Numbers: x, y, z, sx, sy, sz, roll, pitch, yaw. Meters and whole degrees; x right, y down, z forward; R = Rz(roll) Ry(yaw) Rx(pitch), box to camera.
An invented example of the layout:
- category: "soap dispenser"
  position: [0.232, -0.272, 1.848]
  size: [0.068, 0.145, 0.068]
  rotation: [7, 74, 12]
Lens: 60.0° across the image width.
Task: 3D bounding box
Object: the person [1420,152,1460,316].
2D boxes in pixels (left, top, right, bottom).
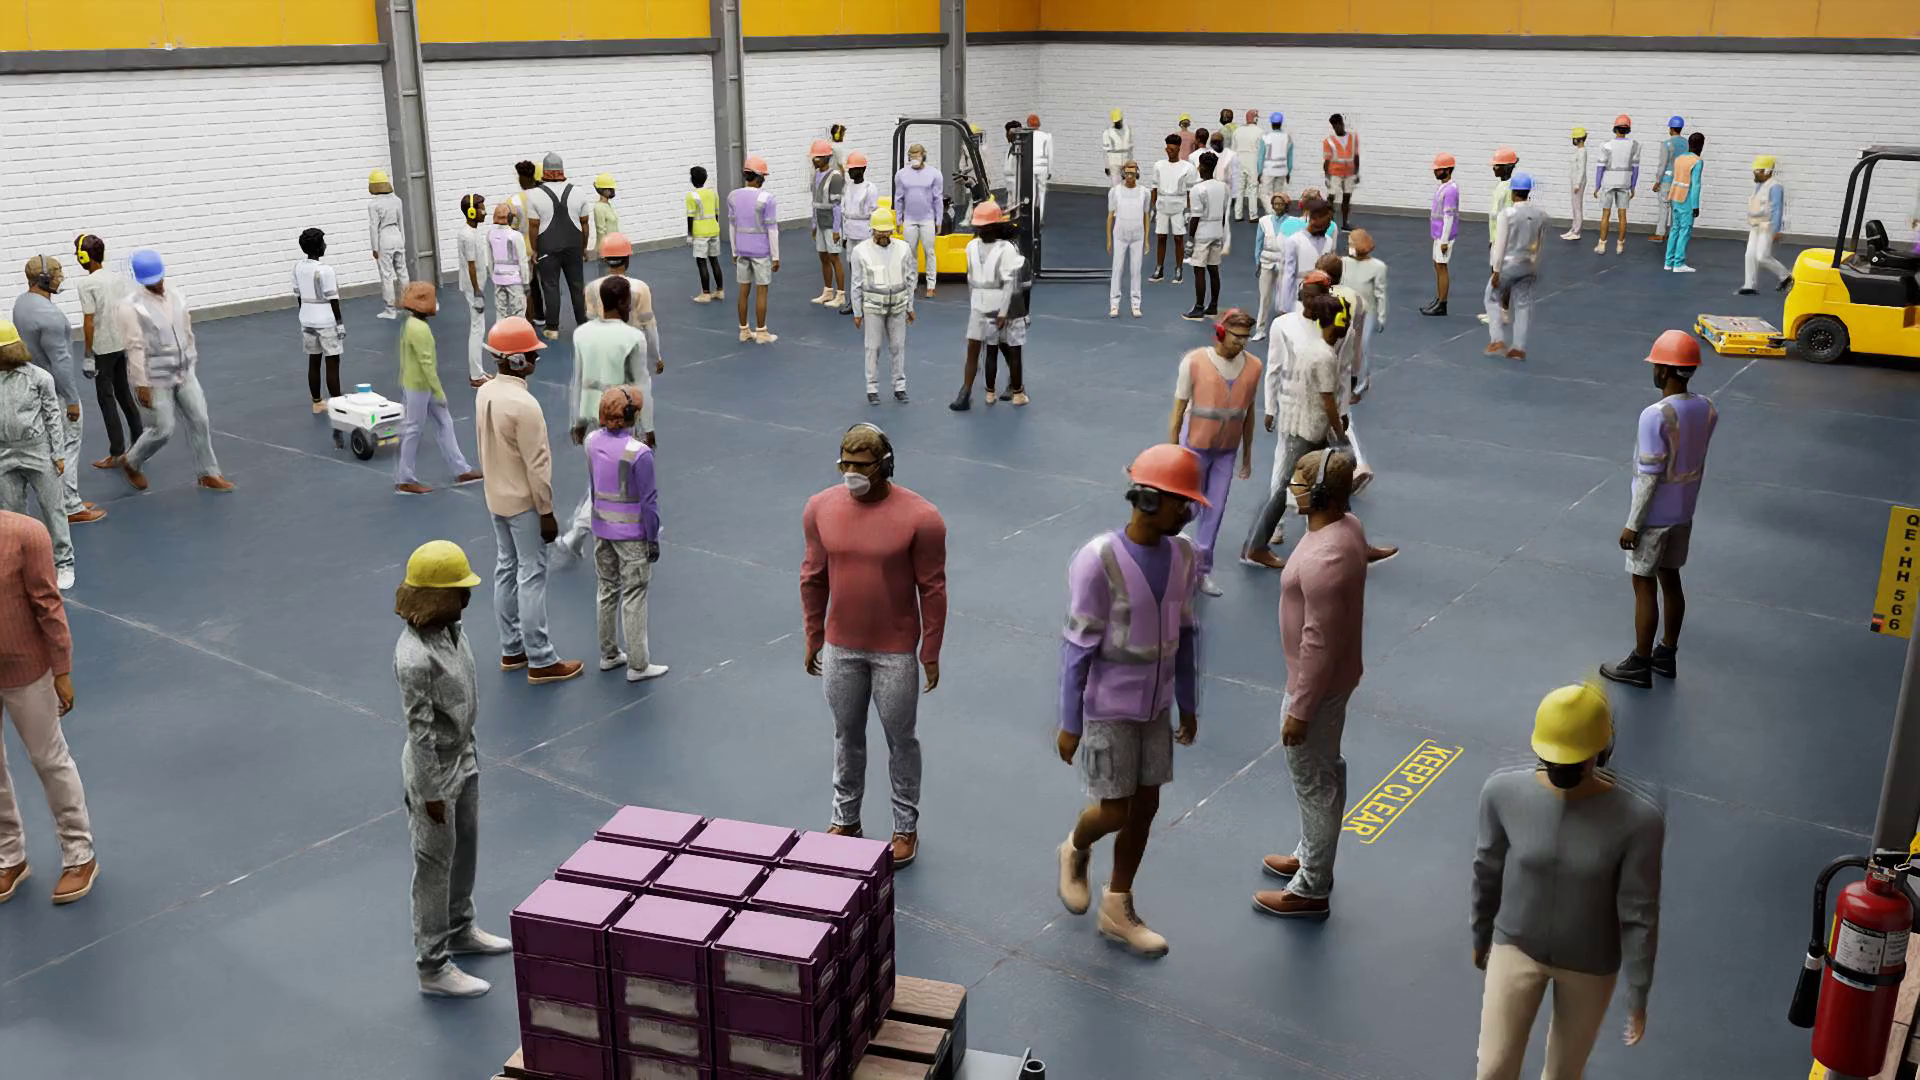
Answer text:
- category: "person"
  position: [5.729, -3.645, 19.844]
  size: [0.388, 1.929, 0.544]
  rotation: [2, 18, 6]

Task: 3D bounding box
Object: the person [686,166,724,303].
- category: "person"
  position: [-3.191, -3.812, 20.768]
  size: [0.333, 1.684, 0.545]
  rotation: [11, 21, 31]

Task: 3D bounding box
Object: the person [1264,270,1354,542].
- category: "person"
  position: [2.362, -0.898, 11.321]
  size: [0.585, 1.881, 0.337]
  rotation: [0, 18, 2]

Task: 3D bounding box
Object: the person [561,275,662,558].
- category: "person"
  position: [-2.357, -0.804, 11.060]
  size: [0.604, 1.878, 0.916]
  rotation: [12, 22, 34]

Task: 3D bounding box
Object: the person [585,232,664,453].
- category: "person"
  position: [-2.648, -1.449, 13.048]
  size: [0.543, 1.895, 1.010]
  rotation: [6, 19, 18]

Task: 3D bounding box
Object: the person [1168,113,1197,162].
- category: "person"
  position: [3.980, -6.729, 29.768]
  size: [0.532, 1.758, 0.344]
  rotation: [-3, 18, -9]

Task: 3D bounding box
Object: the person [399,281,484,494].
- category: "person"
  position: [-3.927, -1.138, 12.510]
  size: [0.758, 1.606, 0.542]
  rotation: [-5, 18, -14]

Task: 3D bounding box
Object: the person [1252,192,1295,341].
- category: "person"
  position: [3.481, -2.984, 18.236]
  size: [0.515, 1.641, 0.314]
  rotation: [8, 20, 24]

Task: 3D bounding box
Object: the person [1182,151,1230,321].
- category: "person"
  position: [2.878, -3.559, 19.509]
  size: [0.606, 1.966, 0.367]
  rotation: [-15, 23, -39]

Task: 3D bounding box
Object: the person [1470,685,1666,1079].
- category: "person"
  position: [1.723, 1.249, 4.826]
  size: [0.526, 1.742, 0.648]
  rotation: [8, 19, 23]

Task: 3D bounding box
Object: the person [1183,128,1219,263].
- category: "person"
  position: [3.463, -4.937, 23.896]
  size: [0.587, 1.920, 0.392]
  rotation: [-16, 24, -41]

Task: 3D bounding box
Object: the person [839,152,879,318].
- category: "person"
  position: [-1.208, -3.620, 19.747]
  size: [0.545, 1.938, 0.360]
  rotation: [16, 23, 40]

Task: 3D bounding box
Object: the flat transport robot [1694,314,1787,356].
- category: "flat transport robot"
  position: [8.511, -2.253, 18.164]
  size: [0.652, 0.197, 1.431]
  rotation: [4, 18, 12]

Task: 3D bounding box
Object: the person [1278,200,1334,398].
- category: "person"
  position: [3.222, -2.165, 15.302]
  size: [0.631, 1.882, 0.554]
  rotation: [-15, 23, -39]

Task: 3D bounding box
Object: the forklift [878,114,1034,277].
- category: "forklift"
  position: [-0.171, -4.594, 22.377]
  size: [2.313, 2.155, 1.214]
  rotation: [1, 18, 3]

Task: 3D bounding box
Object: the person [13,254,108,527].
- category: "person"
  position: [-6.374, -1.045, 11.714]
  size: [0.636, 1.929, 0.373]
  rotation: [16, 24, 41]

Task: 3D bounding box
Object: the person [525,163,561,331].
- category: "person"
  position: [-4.770, -3.317, 18.889]
  size: [0.779, 1.900, 0.401]
  rotation: [5, 18, 15]

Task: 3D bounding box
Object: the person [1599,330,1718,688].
- category: "person"
  position: [3.741, -0.163, 8.933]
  size: [0.551, 1.934, 0.373]
  rotation: [-12, 21, -32]

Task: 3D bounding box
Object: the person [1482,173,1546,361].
- category: "person"
  position: [5.755, -2.838, 17.314]
  size: [0.641, 1.924, 0.573]
  rotation: [-7, 19, -21]

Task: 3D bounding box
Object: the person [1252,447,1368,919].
- category: "person"
  position: [1.407, 0.576, 6.620]
  size: [0.371, 1.940, 0.627]
  rotation: [6, 19, 19]

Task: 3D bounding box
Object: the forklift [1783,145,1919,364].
- category: "forklift"
  position: [9.803, -2.879, 17.013]
  size: [2.313, 2.155, 1.214]
  rotation: [12, 21, 33]

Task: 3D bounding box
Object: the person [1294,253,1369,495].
- category: "person"
  position: [2.788, -1.247, 12.553]
  size: [0.640, 1.809, 0.867]
  rotation: [-7, 19, -22]

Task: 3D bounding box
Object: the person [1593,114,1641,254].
- category: "person"
  position: [9.792, -5.306, 24.848]
  size: [0.608, 2.045, 0.391]
  rotation: [3, 18, 10]

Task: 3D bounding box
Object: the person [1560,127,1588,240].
- category: "person"
  position: [9.771, -5.651, 26.390]
  size: [0.337, 1.760, 0.526]
  rotation: [5, 18, 15]

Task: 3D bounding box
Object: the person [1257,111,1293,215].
- category: "person"
  position: [5.204, -6.078, 27.442]
  size: [0.621, 1.930, 0.626]
  rotation: [-3, 18, -11]

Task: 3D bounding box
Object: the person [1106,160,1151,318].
- category: "person"
  position: [1.992, -3.555, 19.693]
  size: [0.513, 1.845, 0.334]
  rotation: [0, 18, 0]

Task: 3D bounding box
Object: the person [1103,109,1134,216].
- category: "person"
  position: [2.808, -6.650, 29.320]
  size: [0.644, 1.877, 0.496]
  rotation: [-7, 19, -21]

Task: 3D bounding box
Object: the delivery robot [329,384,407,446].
- category: "delivery robot"
  position: [-4.915, -1.049, 13.788]
  size: [0.707, 0.478, 0.477]
  rotation: [14, 23, 38]

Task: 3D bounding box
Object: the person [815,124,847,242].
- category: "person"
  position: [-2.017, -5.565, 26.006]
  size: [0.703, 1.825, 0.533]
  rotation: [-13, 22, -34]

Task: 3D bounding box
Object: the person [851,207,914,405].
- category: "person"
  position: [-0.706, -2.152, 15.350]
  size: [0.601, 1.819, 0.403]
  rotation: [-6, 19, -19]

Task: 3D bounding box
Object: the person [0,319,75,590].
- category: "person"
  position: [-5.849, -0.521, 10.371]
  size: [0.492, 1.741, 0.318]
  rotation: [-3, 18, -8]

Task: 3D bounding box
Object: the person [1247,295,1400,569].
- category: "person"
  position: [2.356, -0.663, 10.718]
  size: [0.998, 1.795, 0.558]
  rotation: [4, 18, 12]

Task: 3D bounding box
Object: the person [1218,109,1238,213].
- category: "person"
  position: [4.723, -6.756, 29.713]
  size: [0.429, 1.844, 0.624]
  rotation: [9, 20, 26]
